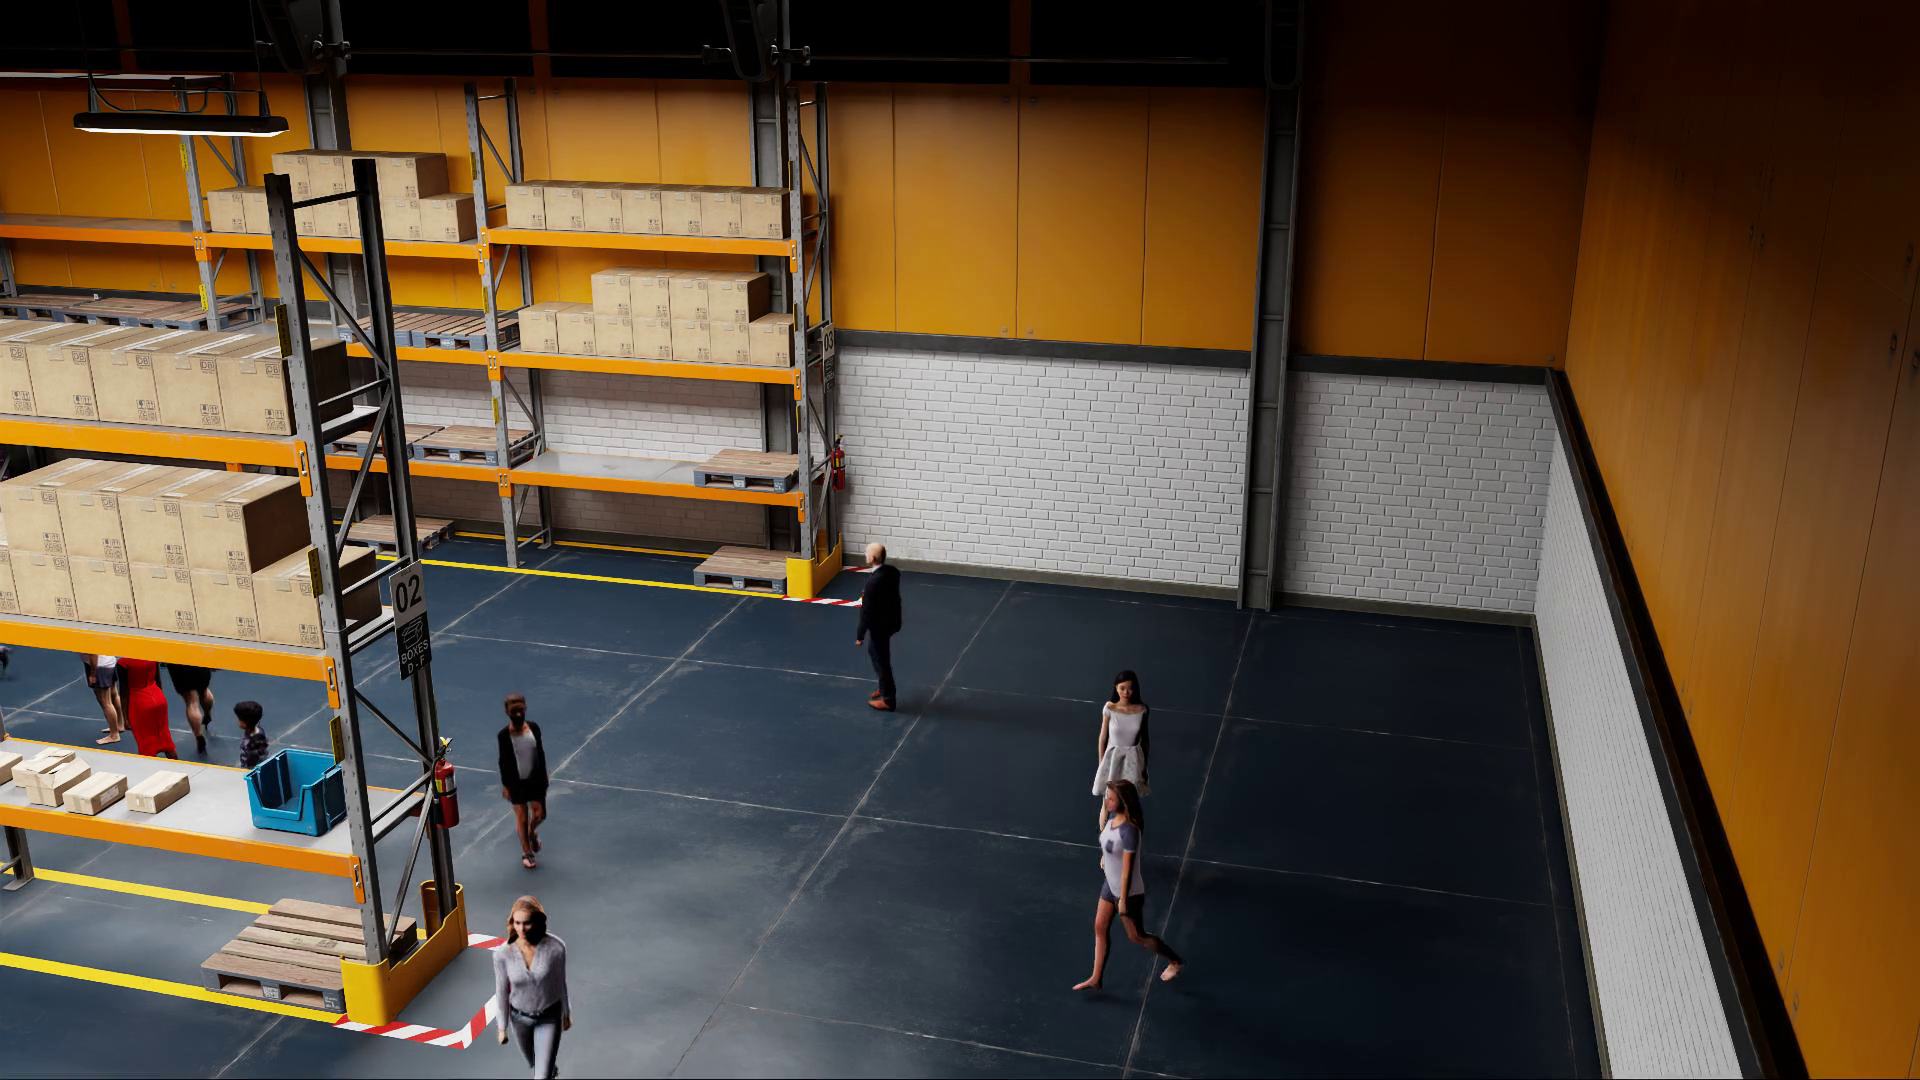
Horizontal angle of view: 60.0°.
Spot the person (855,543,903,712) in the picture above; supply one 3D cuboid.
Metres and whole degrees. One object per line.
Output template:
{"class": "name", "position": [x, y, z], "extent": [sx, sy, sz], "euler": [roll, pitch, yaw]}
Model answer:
{"class": "person", "position": [-0.716, 0.895, 16.836], "extent": [0.733, 1.788, 0.798], "euler": [10, 21, 27]}

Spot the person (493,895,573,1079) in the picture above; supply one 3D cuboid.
{"class": "person", "position": [-2.689, 3.022, 10.570], "extent": [1.196, 1.756, 0.971], "euler": [-2, 19, -5]}

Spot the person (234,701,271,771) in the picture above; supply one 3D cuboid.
{"class": "person", "position": [-6.073, 1.978, 14.472], "extent": [0.612, 1.244, 0.560], "euler": [1, 19, 2]}

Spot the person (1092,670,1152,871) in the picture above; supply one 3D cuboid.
{"class": "person", "position": [1.353, 1.912, 13.838], "extent": [0.670, 1.774, 0.784], "euler": [-1, 19, -2]}

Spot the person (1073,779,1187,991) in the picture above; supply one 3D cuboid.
{"class": "person", "position": [1.277, 2.538, 12.101], "extent": [1.169, 1.696, 0.943], "euler": [-5, 19, -13]}

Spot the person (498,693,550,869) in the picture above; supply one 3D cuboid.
{"class": "person", "position": [-3.685, 1.978, 13.997], "extent": [0.709, 1.547, 0.768], "euler": [-10, 21, -27]}
